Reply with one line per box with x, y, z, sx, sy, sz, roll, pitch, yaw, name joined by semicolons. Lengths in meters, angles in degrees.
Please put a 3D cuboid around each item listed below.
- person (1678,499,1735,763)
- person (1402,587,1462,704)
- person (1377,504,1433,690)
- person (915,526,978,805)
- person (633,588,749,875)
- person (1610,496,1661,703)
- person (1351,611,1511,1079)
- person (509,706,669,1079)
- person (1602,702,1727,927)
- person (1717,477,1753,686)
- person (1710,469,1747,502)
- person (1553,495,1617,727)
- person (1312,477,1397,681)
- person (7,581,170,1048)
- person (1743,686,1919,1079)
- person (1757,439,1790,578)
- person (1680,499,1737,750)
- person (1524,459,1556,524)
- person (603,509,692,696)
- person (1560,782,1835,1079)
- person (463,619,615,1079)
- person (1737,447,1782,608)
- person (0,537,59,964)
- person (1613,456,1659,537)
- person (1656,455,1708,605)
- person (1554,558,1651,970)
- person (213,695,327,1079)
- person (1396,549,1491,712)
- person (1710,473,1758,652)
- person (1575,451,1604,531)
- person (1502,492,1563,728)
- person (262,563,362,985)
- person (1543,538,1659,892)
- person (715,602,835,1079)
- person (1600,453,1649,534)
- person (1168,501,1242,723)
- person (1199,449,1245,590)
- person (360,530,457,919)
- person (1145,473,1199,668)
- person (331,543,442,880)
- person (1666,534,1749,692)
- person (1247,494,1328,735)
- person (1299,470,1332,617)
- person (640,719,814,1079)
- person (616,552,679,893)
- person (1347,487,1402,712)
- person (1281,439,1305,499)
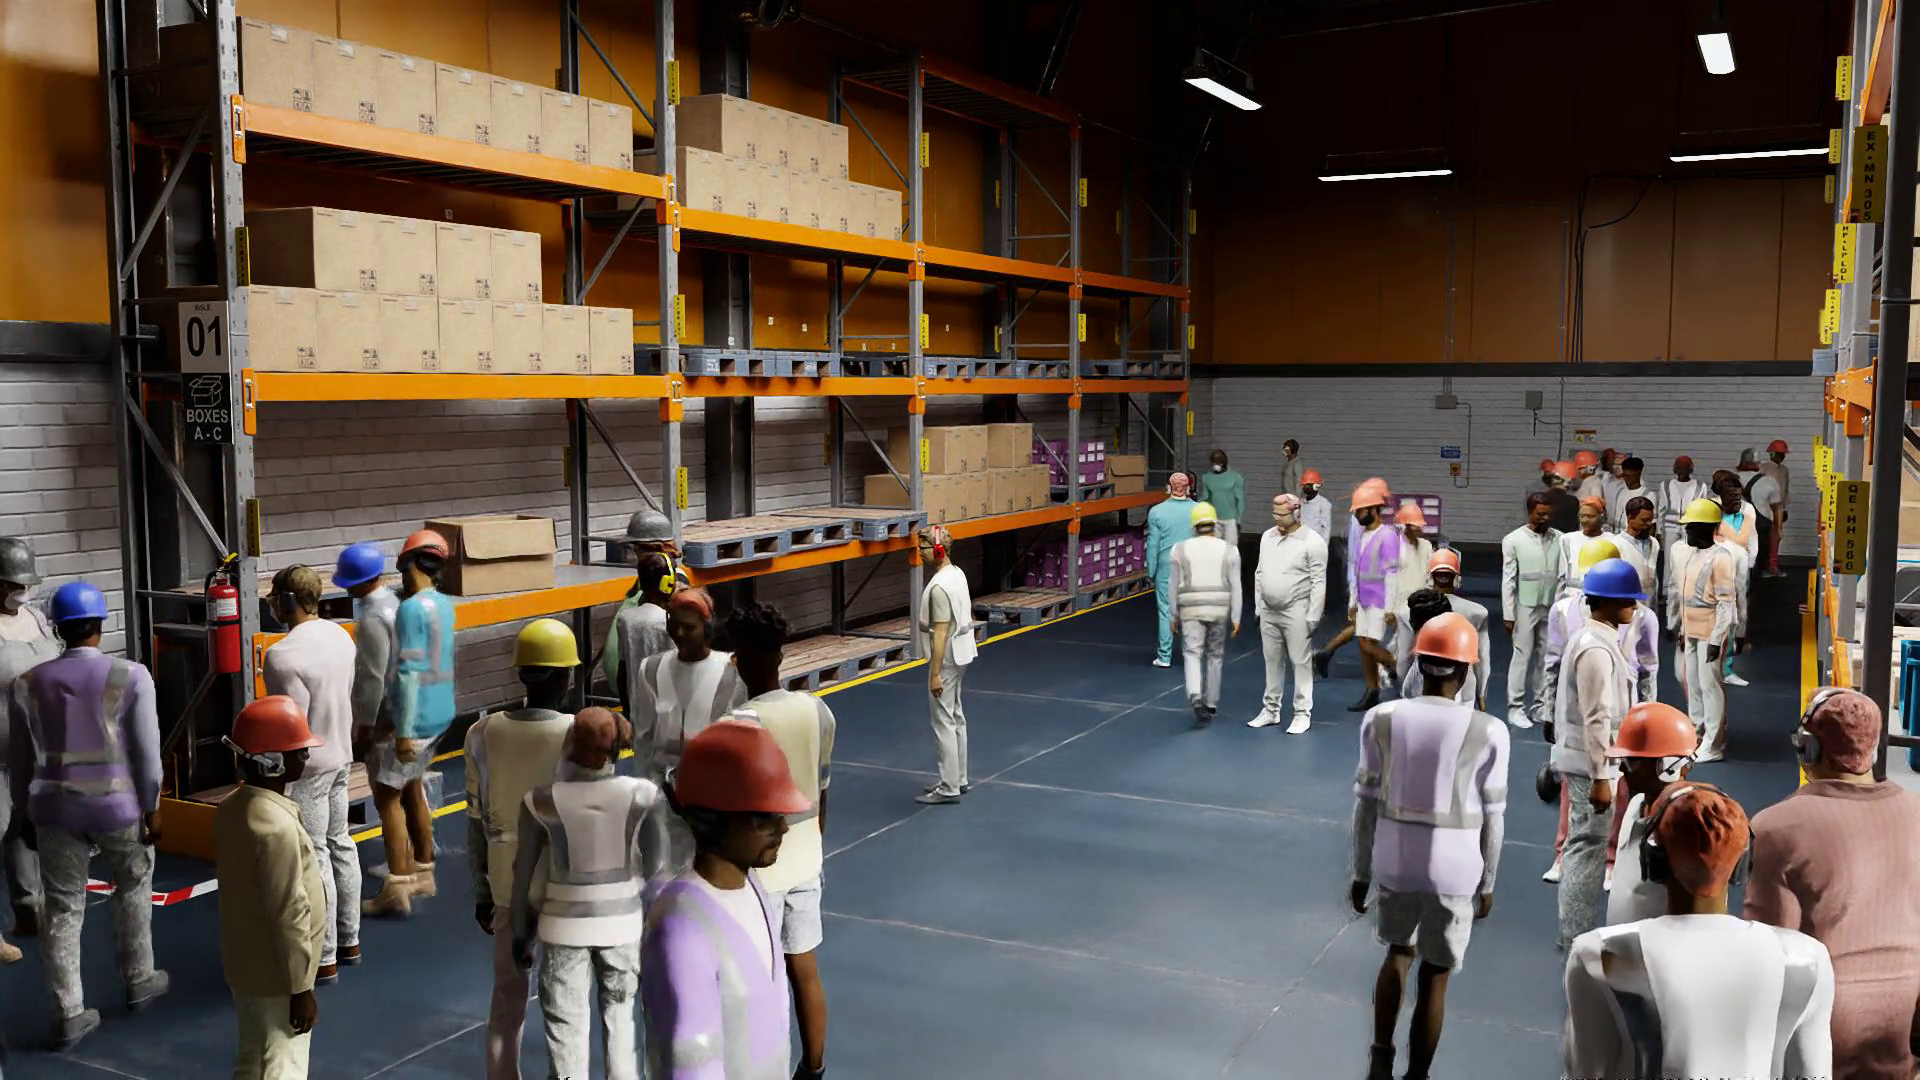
5.415;0.662;12.151;0.373;1.928;0.584;0;5;0;person
2.483;1.094;8.754;0.320;1.692;0.531;2;6;25;person
3.951;0.529;14.743;0.560;1.718;0.878;-4;6;-34;person
-0.086;0.821;10.949;0.385;1.836;0.567;1;5;11;person
-1.181;1.125;7.647;0.585;1.853;0.906;2;6;16;person
5.183;0.609;12.865;0.598;1.907;0.408;-4;6;-35;person
1.754;1.223;6.187;0.543;1.912;0.463;3;6;33;person
-1.310;1.394;5.902;0.546;1.620;0.360;-2;6;-21;person
2.211;1.384;5.317;0.342;1.749;0.573;0;5;0;person
6.980;0.384;15.197;0.592;1.919;0.392;-2;6;-22;person
8.237;0.159;18.020;0.626;1.846;0.429;-4;6;-35;person
5.010;0.582;13.240;0.584;1.882;0.337;4;7;35;person
3.656;0.374;15.337;0.801;1.914;0.554;0;5;-4;person
-3.717;1.131;7.159;0.635;1.911;0.806;-1;5;-6;person
2.468;1.363;4.733;0.651;1.904;0.403;-1;5;-10;person
11.625;-0.445;23.778;0.615;1.985;0.412;-2;6;-24;person
5.613;0.649;12.454;0.599;1.908;0.400;-5;7;-42;person
8.292;-0.273;23.392;0.572;1.704;0.892;-2;6;-16;person
-1.815;0.830;9.747;0.536;2.000;0.684;-2;6;-20;person
1.618;1.478;3.752;0.595;1.884;0.465;0;5;3;person
-1.494;1.242;5.999;0.585;1.918;0.410;1;5;14;person
9.767;-0.177;20.583;0.857;2.000;0.687;-5;7;-44;person
-4.582;0.986;8.065;0.537;2.000;0.679;1;5;11;person
7.509;0.044;18.600;0.368;1.965;0.603;-2;6;-22;person
8.978;-0.111;20.698;0.585;1.882;0.337;3;6;30;person
3.014;1.052;7.848;0.404;1.945;0.615;2;6;18;person
-2.217;1.374;5.417;0.326;1.751;0.559;-5;7;-40;person
2.984;0.925;10.282;0.559;1.746;0.332;1;5;14;person
7.965;0.231;17.236;0.429;1.846;0.625;-4;7;-37;person
7.338;-0.052;19.509;0.386;1.989;0.608;0;5;5;person
4.618;0.558;13.405;0.599;1.907;0.407;-2;6;-23;person
-2.999;1.072;7.679;0.355;1.937;0.635;1;5;6;person
3.478;0.949;9.073;0.591;1.926;0.387;4;7;36;person
-0.704;1.205;6.107;0.365;1.963;0.610;4;6;33;person
8.232;-0.128;20.768;0.651;1.906;0.409;5;7;42;person
2.001;0.596;13.527;0.603;1.811;0.715;0;5;0;person
3.464;-0.246;21.991;0.658;1.915;0.461;4;7;36;person
-2.896;0.962;8.703;0.467;1.985;0.735;-1;5;-7;person
2.113;0.298;16.188;0.655;1.906;0.407;-1;5;-8;person
-3.214;0.940;9.334;0.491;1.896;0.742;-1;5;-9;person
5.687;0.636;12.634;0.489;1.890;0.629;-5;7;-42;person
2.579;0.580;13.193;0.405;1.902;0.636;-5;7;-42;person
4.145;0.047;19.692;0.328;1.753;0.560;-3;6;-27;person
-0.622;1.399;3.852;0.994;2.013;0.618;1;5;11;person
-1.626;0.991;8.964;0.519;1.865;0.328;4;6;35;person
3.507;0.504;13.959;0.508;1.911;0.555;-1;6;-15;person
5.045;-0.567;25.320;0.373;1.940;0.627;-1;5;-5;person
